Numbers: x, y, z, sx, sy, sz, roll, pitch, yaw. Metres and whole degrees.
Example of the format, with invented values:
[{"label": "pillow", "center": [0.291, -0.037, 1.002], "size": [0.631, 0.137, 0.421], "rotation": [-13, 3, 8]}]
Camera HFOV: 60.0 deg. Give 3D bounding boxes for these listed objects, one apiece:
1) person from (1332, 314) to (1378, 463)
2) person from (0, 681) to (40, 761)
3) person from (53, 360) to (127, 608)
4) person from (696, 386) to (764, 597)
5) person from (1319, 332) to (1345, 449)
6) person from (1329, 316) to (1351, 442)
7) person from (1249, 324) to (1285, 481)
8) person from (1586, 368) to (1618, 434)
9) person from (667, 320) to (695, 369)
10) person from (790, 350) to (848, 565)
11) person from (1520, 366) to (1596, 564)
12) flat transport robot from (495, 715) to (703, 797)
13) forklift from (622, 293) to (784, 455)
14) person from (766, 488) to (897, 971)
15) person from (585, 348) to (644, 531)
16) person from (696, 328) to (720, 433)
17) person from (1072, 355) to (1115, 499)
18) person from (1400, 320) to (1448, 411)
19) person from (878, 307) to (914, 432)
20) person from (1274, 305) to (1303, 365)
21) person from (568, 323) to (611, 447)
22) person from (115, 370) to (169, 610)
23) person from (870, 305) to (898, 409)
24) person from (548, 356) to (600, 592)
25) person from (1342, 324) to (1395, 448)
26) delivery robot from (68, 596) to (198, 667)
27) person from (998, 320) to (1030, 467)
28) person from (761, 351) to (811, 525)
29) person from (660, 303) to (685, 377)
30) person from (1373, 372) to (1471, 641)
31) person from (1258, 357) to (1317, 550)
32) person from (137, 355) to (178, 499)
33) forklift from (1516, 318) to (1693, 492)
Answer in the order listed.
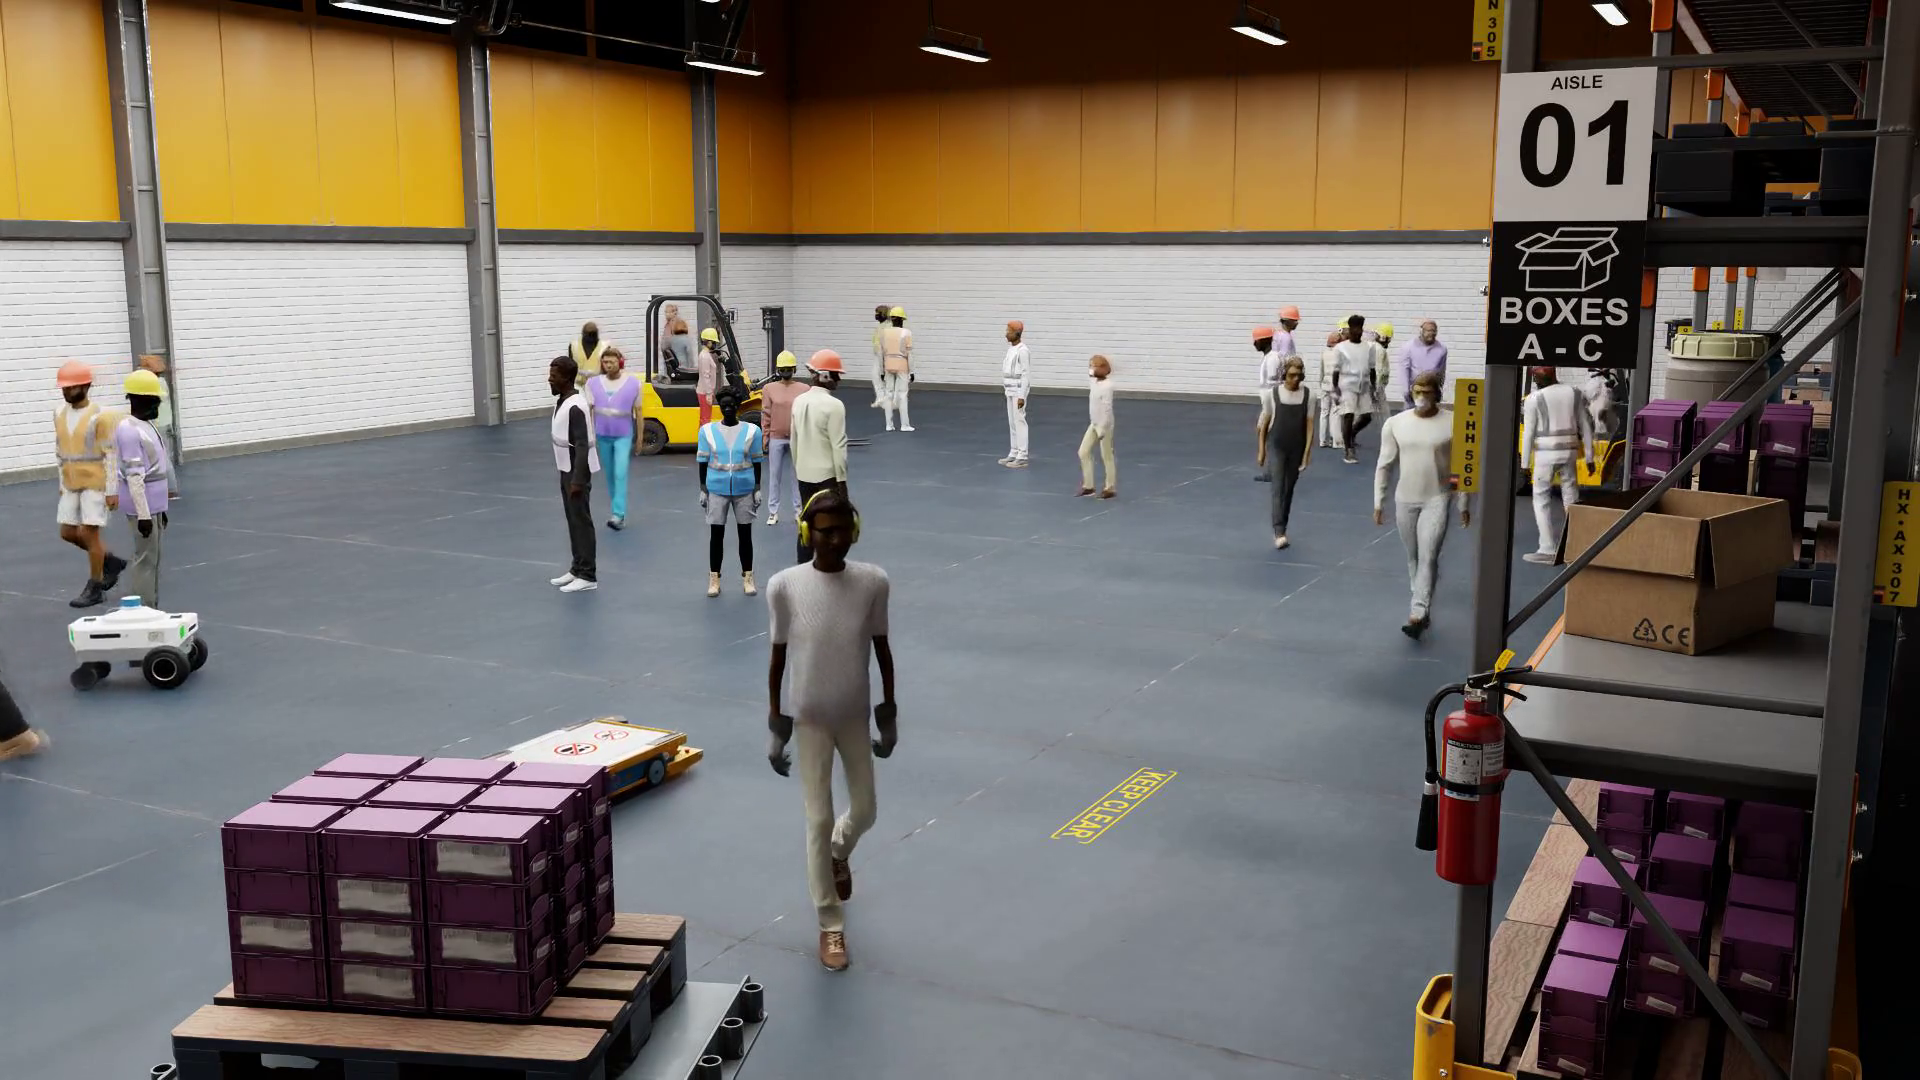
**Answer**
[{"label": "person", "center": [5.182, -1.994, 21.869], "size": [0.640, 1.947, 0.545], "rotation": [-2, 10, -14]}, {"label": "person", "center": [-5.538, 0.216, 8.823], "size": [1.073, 2.000, 0.681], "rotation": [-6, 11, -30]}, {"label": "person", "center": [-6.791, -0.449, 12.999], "size": [0.557, 1.922, 0.536], "rotation": [3, 10, 16]}, {"label": "person", "center": [-1.837, -0.390, 13.327], "size": [0.535, 1.697, 0.318], "rotation": [-2, 10, -9]}, {"label": "person", "center": [5.256, -2.091, 23.378], "size": [0.311, 1.644, 0.527], "rotation": [-7, 12, -34]}, {"label": "person", "center": [5.565, -2.333, 24.196], "size": [0.404, 1.829, 0.591], "rotation": [5, 11, 25]}, {"label": "person", "center": [3.730, -1.637, 19.967], "size": [0.552, 1.906, 0.549], "rotation": [0, 10, 2]}, {"label": "person", "center": [7.716, -1.640, 20.015], "size": [0.444, 1.884, 0.670], "rotation": [2, 10, 10]}, {"label": "person", "center": [-4.683, -2.888, 27.997], "size": [0.540, 1.619, 0.365], "rotation": [6, 11, 29]}, {"label": "person", "center": [-1.085, -0.508, 13.168], "size": [0.400, 1.987, 0.612], "rotation": [-9, 13, -42]}, {"label": "person", "center": [5.322, -0.696, 14.680], "size": [0.752, 1.851, 0.391], "rotation": [-1, 10, -6]}, {"label": "flat transport robot", "center": [-1.988, 1.171, 8.411], "size": [0.652, 0.197, 1.431], "rotation": [5, 11, 27]}, {"label": "forklift", "center": [-3.588, -2.317, 23.042], "size": [2.313, 2.155, 1.214], "rotation": [-1, 10, -5]}, {"label": "person", "center": [-0.517, 0.698, 6.591], "size": [0.545, 1.852, 0.726], "rotation": [-3, 10, -16]}, {"label": "person", "center": [-3.469, -0.999, 16.564], "size": [0.591, 1.799, 0.973], "rotation": [1, 10, 4]}, {"label": "person", "center": [-3.322, -1.915, 21.984], "size": [0.328, 1.760, 0.524], "rotation": [-2, 10, -9]}, {"label": "person", "center": [1.480, -1.244, 18.481], "size": [0.586, 1.610, 0.531], "rotation": [-4, 10, -20]}, {"label": "person", "center": [6.134, -1.970, 22.025], "size": [0.641, 1.856, 1.039], "rotation": [1, 10, 3]}, {"label": "person", "center": [-0.968, -2.618, 25.588], "size": [0.584, 1.918, 0.381], "rotation": [4, 11, 22]}, {"label": "person", "center": [4.488, -2.208, 22.879], "size": [0.398, 2.044, 0.630], "rotation": [1, 10, 5]}, {"label": "person", "center": [-5.165, -2.114, 23.072], "size": [0.689, 1.783, 0.908], "rotation": [-1, 10, -8]}, {"label": "person", "center": [-5.765, -0.245, 11.821], "size": [0.365, 1.927, 0.587], "rotation": [-3, 10, -17]}, {"label": "person", "center": [-1.372, -3.202, 29.230], "size": [0.608, 1.826, 0.631], "rotation": [-4, 10, -20]}, {"label": "person", "center": [-3.145, -0.540, 13.562], "size": [0.398, 1.918, 0.590], "rotation": [-4, 11, -22]}, {"label": "person", "center": [5.829, -2.147, 23.355], "size": [0.969, 1.749, 0.655], "rotation": [-1, 10, -7]}, {"label": "delivery robot", "center": [-5.272, 0.601, 10.619], "size": [0.707, 0.478, 0.477], "rotation": [-2, 10, -9]}, {"label": "person", "center": [0.714, -1.876, 21.387], "size": [0.345, 1.883, 0.584], "rotation": [-3, 10, -17]}, {"label": "person", "center": [-1.746, -1.027, 16.814], "size": [0.524, 1.770, 0.315], "rotation": [-1, 10, -7]}, {"label": "person", "center": [-4.911, -3.151, 28.747], "size": [0.661, 1.878, 0.655], "rotation": [-4, 11, -24]}, {"label": "person", "center": [3.261, -0.241, 11.870], "size": [0.658, 1.894, 0.994], "rotation": [6, 11, 31]}, {"label": "person", "center": [3.067, -0.813, 15.537], "size": [0.496, 1.774, 1.004], "rotation": [0, 10, 0]}, {"label": "person", "center": [-9.025, -1.248, 18.502], "size": [0.582, 1.610, 0.531], "rotation": [-1, 10, -4]}, {"label": "forklift", "center": [7.066, -1.601, 18.899], "size": [2.313, 2.155, 1.214], "rotation": [5, 11, 27]}]
